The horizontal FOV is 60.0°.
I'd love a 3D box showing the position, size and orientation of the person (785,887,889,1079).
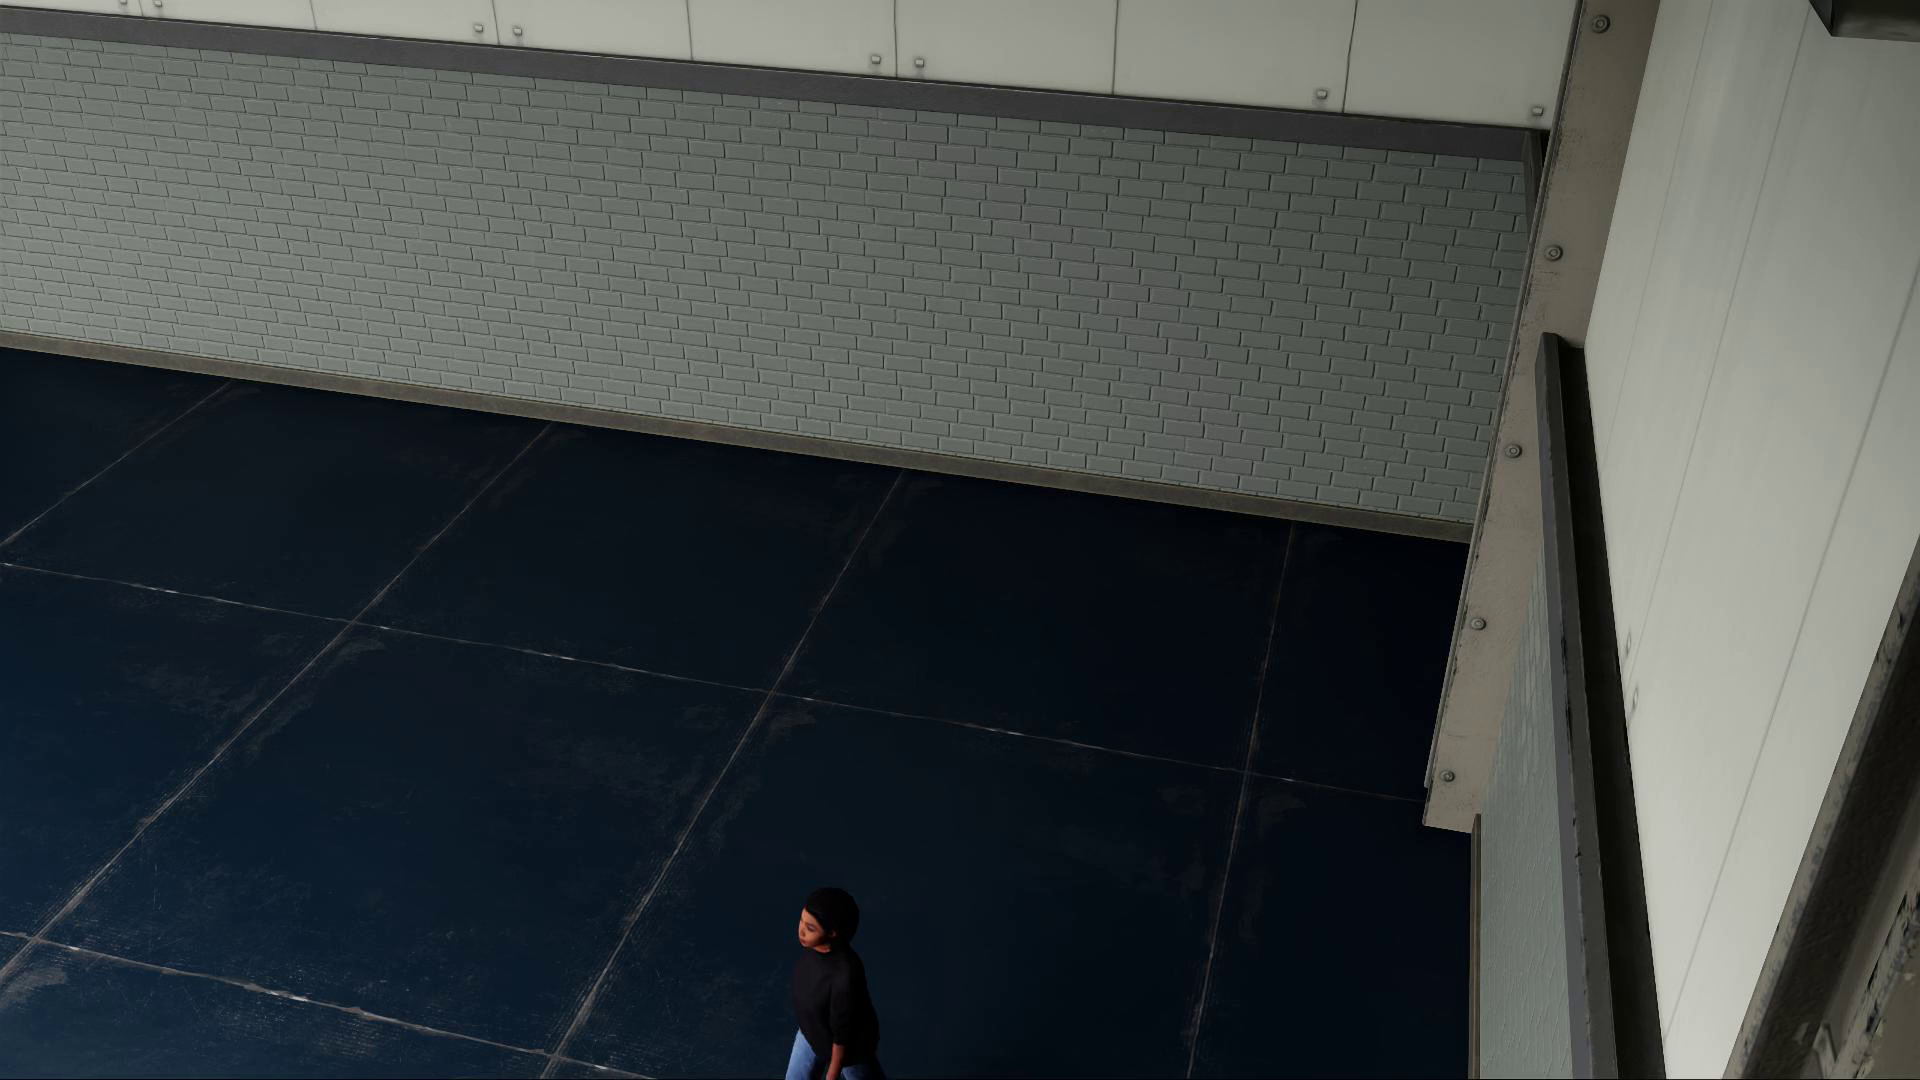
[{"bbox_3d":[-0.435,2.124,7.139,1.102,1.663,0.994,-21,38,-30],"label":"person"}]
